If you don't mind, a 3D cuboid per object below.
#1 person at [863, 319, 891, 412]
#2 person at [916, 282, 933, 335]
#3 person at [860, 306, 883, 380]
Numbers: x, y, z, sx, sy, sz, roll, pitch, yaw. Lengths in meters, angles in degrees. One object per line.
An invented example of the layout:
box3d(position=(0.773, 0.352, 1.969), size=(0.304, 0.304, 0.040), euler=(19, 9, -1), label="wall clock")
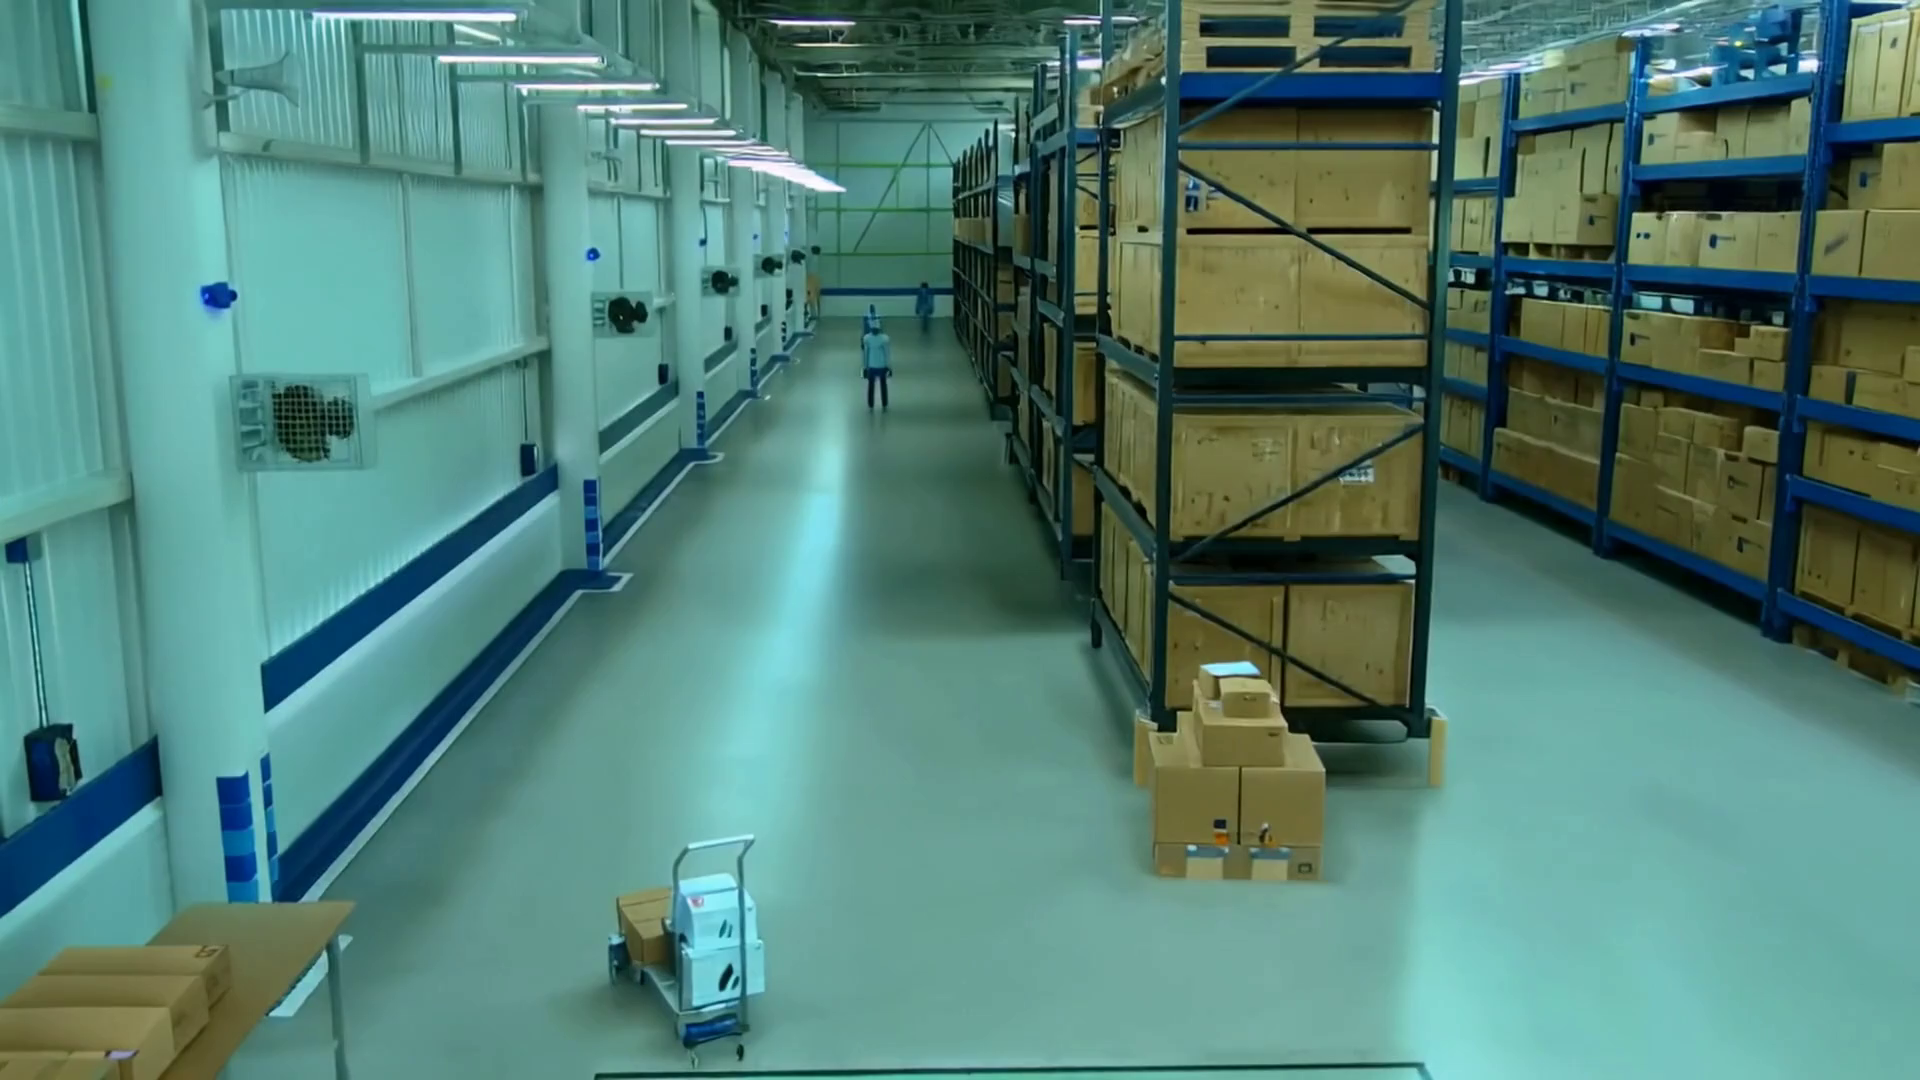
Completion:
box3d(position=(-1.780, -3.736, 35.626), size=(0.616, 1.987, 0.407), euler=(0, 11, -2), label="person")
box3d(position=(-1.274, -8.287, 59.587), size=(0.638, 1.879, 0.797), euler=(0, 11, -1), label="person")
box3d(position=(-2.277, -5.046, 42.656), size=(0.598, 1.906, 0.413), euler=(-2, 11, -10), label="person")
